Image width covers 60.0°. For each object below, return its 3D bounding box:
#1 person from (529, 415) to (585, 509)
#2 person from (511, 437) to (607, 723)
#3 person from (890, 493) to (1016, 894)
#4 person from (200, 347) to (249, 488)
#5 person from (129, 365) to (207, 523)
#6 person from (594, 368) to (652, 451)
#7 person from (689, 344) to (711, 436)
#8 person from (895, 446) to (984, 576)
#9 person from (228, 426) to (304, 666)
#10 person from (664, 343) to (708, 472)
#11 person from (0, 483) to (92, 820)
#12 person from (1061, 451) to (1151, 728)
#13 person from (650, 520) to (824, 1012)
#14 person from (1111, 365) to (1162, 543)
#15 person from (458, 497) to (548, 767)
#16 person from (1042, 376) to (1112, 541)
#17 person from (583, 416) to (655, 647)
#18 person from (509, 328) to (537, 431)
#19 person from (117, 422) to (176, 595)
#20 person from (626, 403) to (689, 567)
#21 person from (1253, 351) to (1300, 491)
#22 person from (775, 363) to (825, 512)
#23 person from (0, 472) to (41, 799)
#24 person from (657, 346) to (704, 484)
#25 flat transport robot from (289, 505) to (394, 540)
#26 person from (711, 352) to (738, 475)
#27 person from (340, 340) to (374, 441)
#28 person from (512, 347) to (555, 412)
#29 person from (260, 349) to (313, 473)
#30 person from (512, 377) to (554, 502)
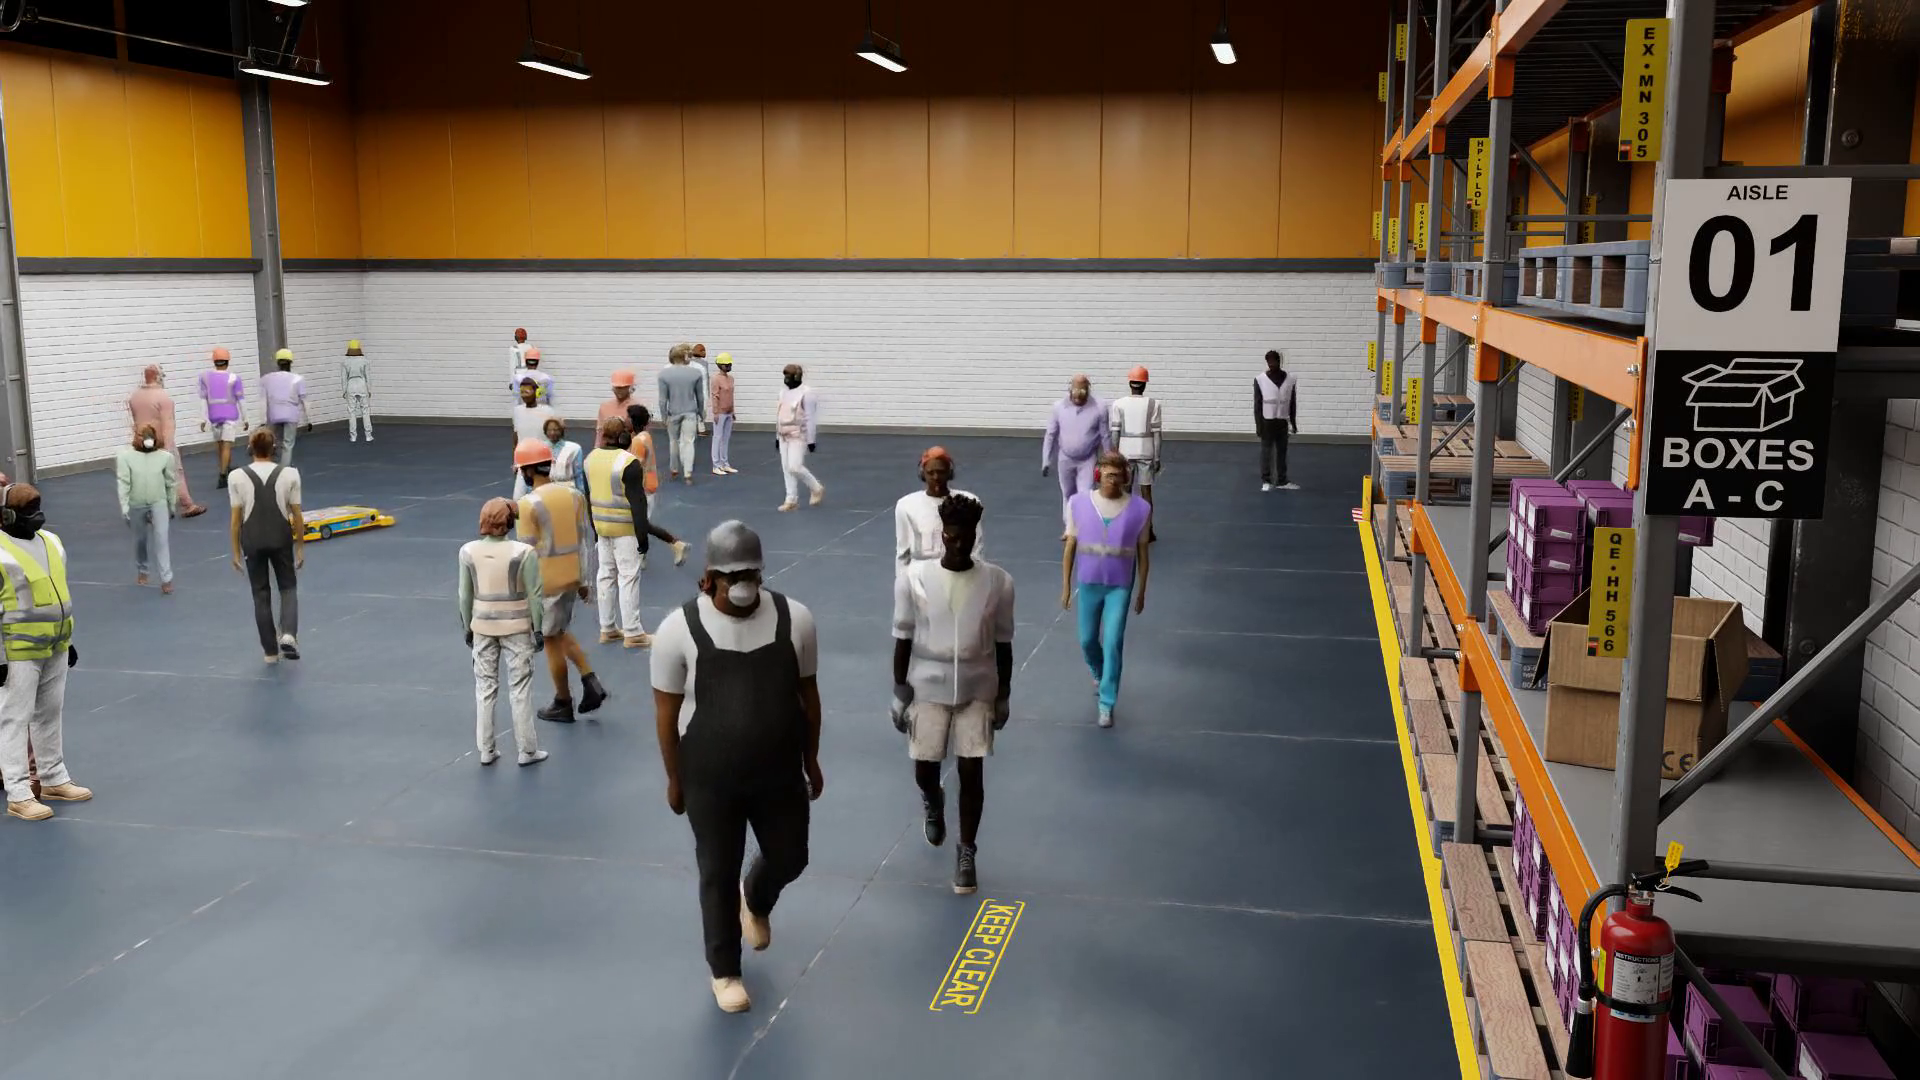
[{"bbox_3d":[-3.821,-0.388,15.803,0.526,1.619,0.534,-1,9,-7],"label":"person"},{"bbox_3d":[-2.690,0.277,10.929,0.504,1.911,0.545,4,10,25],"label":"person"},{"bbox_3d":[-0.035,0.714,8.189,0.622,1.948,0.629,-1,9,-3],"label":"person"},{"bbox_3d":[-10.072,-1.692,22.846,0.570,1.887,0.993,-1,9,-4],"label":"person"},{"bbox_3d":[-9.444,-1.137,19.626,0.664,1.852,0.986,4,10,22],"label":"person"},{"bbox_3d":[-3.533,-0.861,17.674,0.613,1.957,0.967,3,10,20],"label":"person"},{"bbox_3d":[-4.631,-2.663,29.504,0.498,1.627,0.270,6,11,33],"label":"person"},{"bbox_3d":[-0.139,0.298,10.969,0.585,1.858,0.770,-1,9,-5],"label":"person"},{"bbox_3d":[-5.210,0.056,12.524,0.507,1.832,0.430,-4,10,-24],"label":"person"},{"bbox_3d":[-4.058,-1.978,24.620,0.641,1.888,1.066,-2,10,-10],"label":"person"},{"bbox_3d":[-5.125,0.601,9.187,0.429,1.846,0.625,2,10,10],"label":"person"},{"bbox_3d":[0.984,0.292,11.145,0.578,1.820,0.723,2,10,10],"label":"person"},{"bbox_3d":[-0.909,0.888,6.862,0.696,2.000,0.648,-4,10,-21],"label":"person"},{"bbox_3d":[1.926,-0.935,18.159,0.548,1.937,0.379,2,10,11],"label":"person"},{"bbox_3d":[-2.764,0.558,10.059,0.523,1.638,0.310,1,10,8],"label":"person"},{"bbox_3d":[1.256,-0.850,17.939,0.724,1.838,1.021,2,10,9],"label":"person"},{"bbox_3d":[-2.693,-0.069,13.232,0.633,1.841,0.429,7,12,38],"label":"person"},{"bbox_3d":[-7.894,-2.885,30.066,0.338,1.882,0.583,8,12,39],"label":"person"},{"bbox_3d":[-7.579,-0.317,15.520,0.504,1.588,0.873,-6,11,-30],"label":"person"},{"bbox_3d":[-3.058,-0.509,16.374,0.656,1.674,0.534,-1,9,-7],"label":"person"},{"bbox_3d":[4.274,-1.586,22.273,0.758,1.882,0.393,-2,10,-14],"label":"person"},{"bbox_3d":[-2.008,-1.259,20.441,0.517,1.827,0.632,-8,12,-40],"label":"person"},{"bbox_3d":[-5.437,0.535,9.399,0.641,1.908,0.407,3,10,20],"label":"person"},{"bbox_3d":[-3.896,-1.752,23.214,0.646,1.881,1.032,-2,10,-14],"label":"person"},{"bbox_3d":[-7.146,-0.201,18.744,0.652,0.197,1.431,4,10,24],"label":"flat transport robot"},{"bbox_3d":[-3.404,-1.830,24.063,0.330,1.769,0.526,4,10,24],"label":"person"},{"bbox_3d":[-10.357,-2.565,28.559,0.484,1.745,0.307,-3,10,-16],"label":"person"},{"bbox_3d":[-5.850,-1.687,22.788,0.568,1.900,0.872,-4,10,-20],"label":"person"},{"bbox_3d":[-9.197,-1.673,22.778,0.613,1.870,0.972,-1,9,-3],"label":"person"},{"bbox_3d":[-4.523,-0.791,17.542,0.552,1.851,0.544,2,10,13],"label":"person"}]
